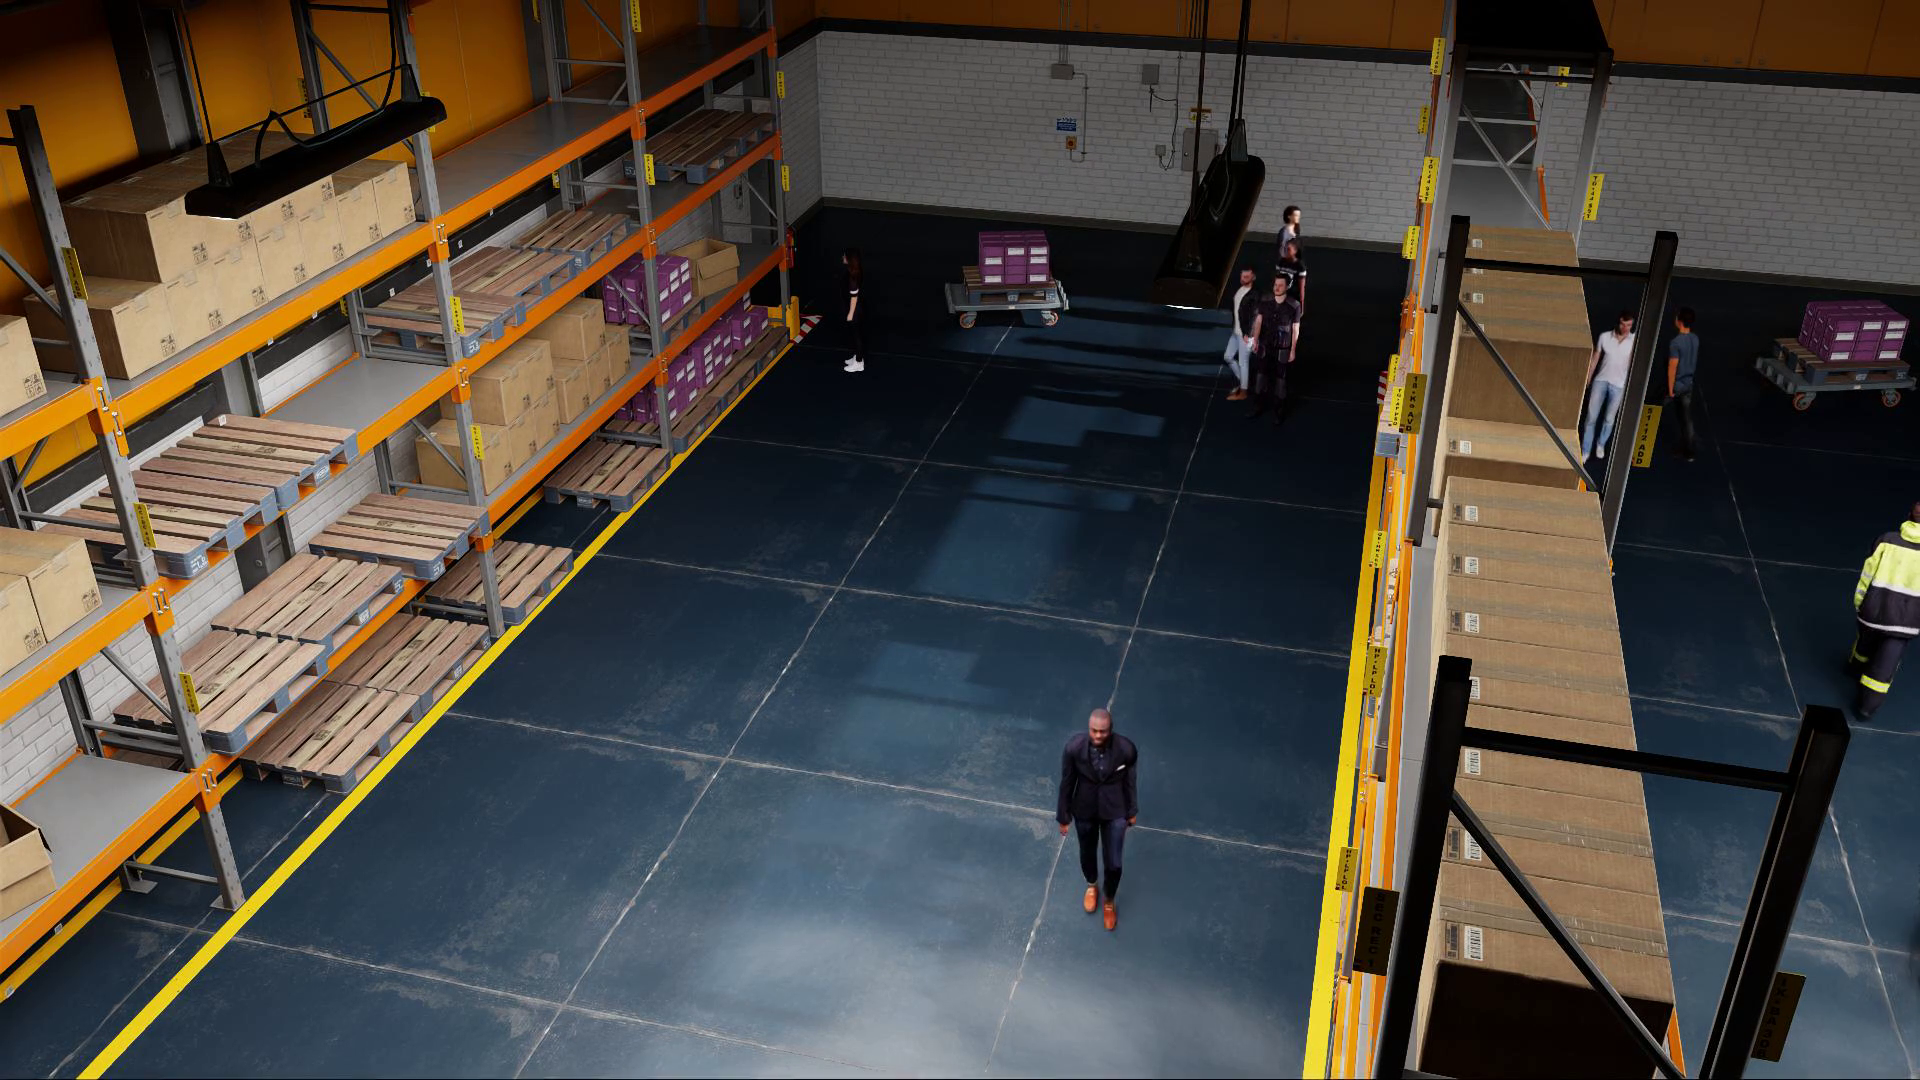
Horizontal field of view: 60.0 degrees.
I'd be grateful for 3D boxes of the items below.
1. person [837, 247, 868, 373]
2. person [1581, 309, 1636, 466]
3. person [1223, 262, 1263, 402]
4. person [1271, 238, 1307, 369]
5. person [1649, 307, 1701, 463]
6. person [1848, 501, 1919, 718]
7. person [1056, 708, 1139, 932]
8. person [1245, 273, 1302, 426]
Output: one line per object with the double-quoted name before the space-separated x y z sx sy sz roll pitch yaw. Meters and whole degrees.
"person" -1.348 -2.960 21.284 0.715 1.639 0.590 1 29 2
"person" 7.410 -1.794 18.946 0.726 1.831 0.897 10 30 18
"person" 3.558 -2.551 20.348 0.859 1.817 0.757 -8 30 -14
"person" 4.258 -3.037 21.342 0.814 1.717 0.766 -22 35 -34
"person" 8.220 -1.723 18.881 1.139 1.768 1.207 -15 32 -25
"person" 8.084 0.620 14.426 1.015 1.922 1.330 16 33 27
"person" 1.031 1.935 12.139 0.759 1.803 0.742 5 29 8
"person" 3.767 -2.303 19.864 0.775 1.846 0.703 17 33 28
